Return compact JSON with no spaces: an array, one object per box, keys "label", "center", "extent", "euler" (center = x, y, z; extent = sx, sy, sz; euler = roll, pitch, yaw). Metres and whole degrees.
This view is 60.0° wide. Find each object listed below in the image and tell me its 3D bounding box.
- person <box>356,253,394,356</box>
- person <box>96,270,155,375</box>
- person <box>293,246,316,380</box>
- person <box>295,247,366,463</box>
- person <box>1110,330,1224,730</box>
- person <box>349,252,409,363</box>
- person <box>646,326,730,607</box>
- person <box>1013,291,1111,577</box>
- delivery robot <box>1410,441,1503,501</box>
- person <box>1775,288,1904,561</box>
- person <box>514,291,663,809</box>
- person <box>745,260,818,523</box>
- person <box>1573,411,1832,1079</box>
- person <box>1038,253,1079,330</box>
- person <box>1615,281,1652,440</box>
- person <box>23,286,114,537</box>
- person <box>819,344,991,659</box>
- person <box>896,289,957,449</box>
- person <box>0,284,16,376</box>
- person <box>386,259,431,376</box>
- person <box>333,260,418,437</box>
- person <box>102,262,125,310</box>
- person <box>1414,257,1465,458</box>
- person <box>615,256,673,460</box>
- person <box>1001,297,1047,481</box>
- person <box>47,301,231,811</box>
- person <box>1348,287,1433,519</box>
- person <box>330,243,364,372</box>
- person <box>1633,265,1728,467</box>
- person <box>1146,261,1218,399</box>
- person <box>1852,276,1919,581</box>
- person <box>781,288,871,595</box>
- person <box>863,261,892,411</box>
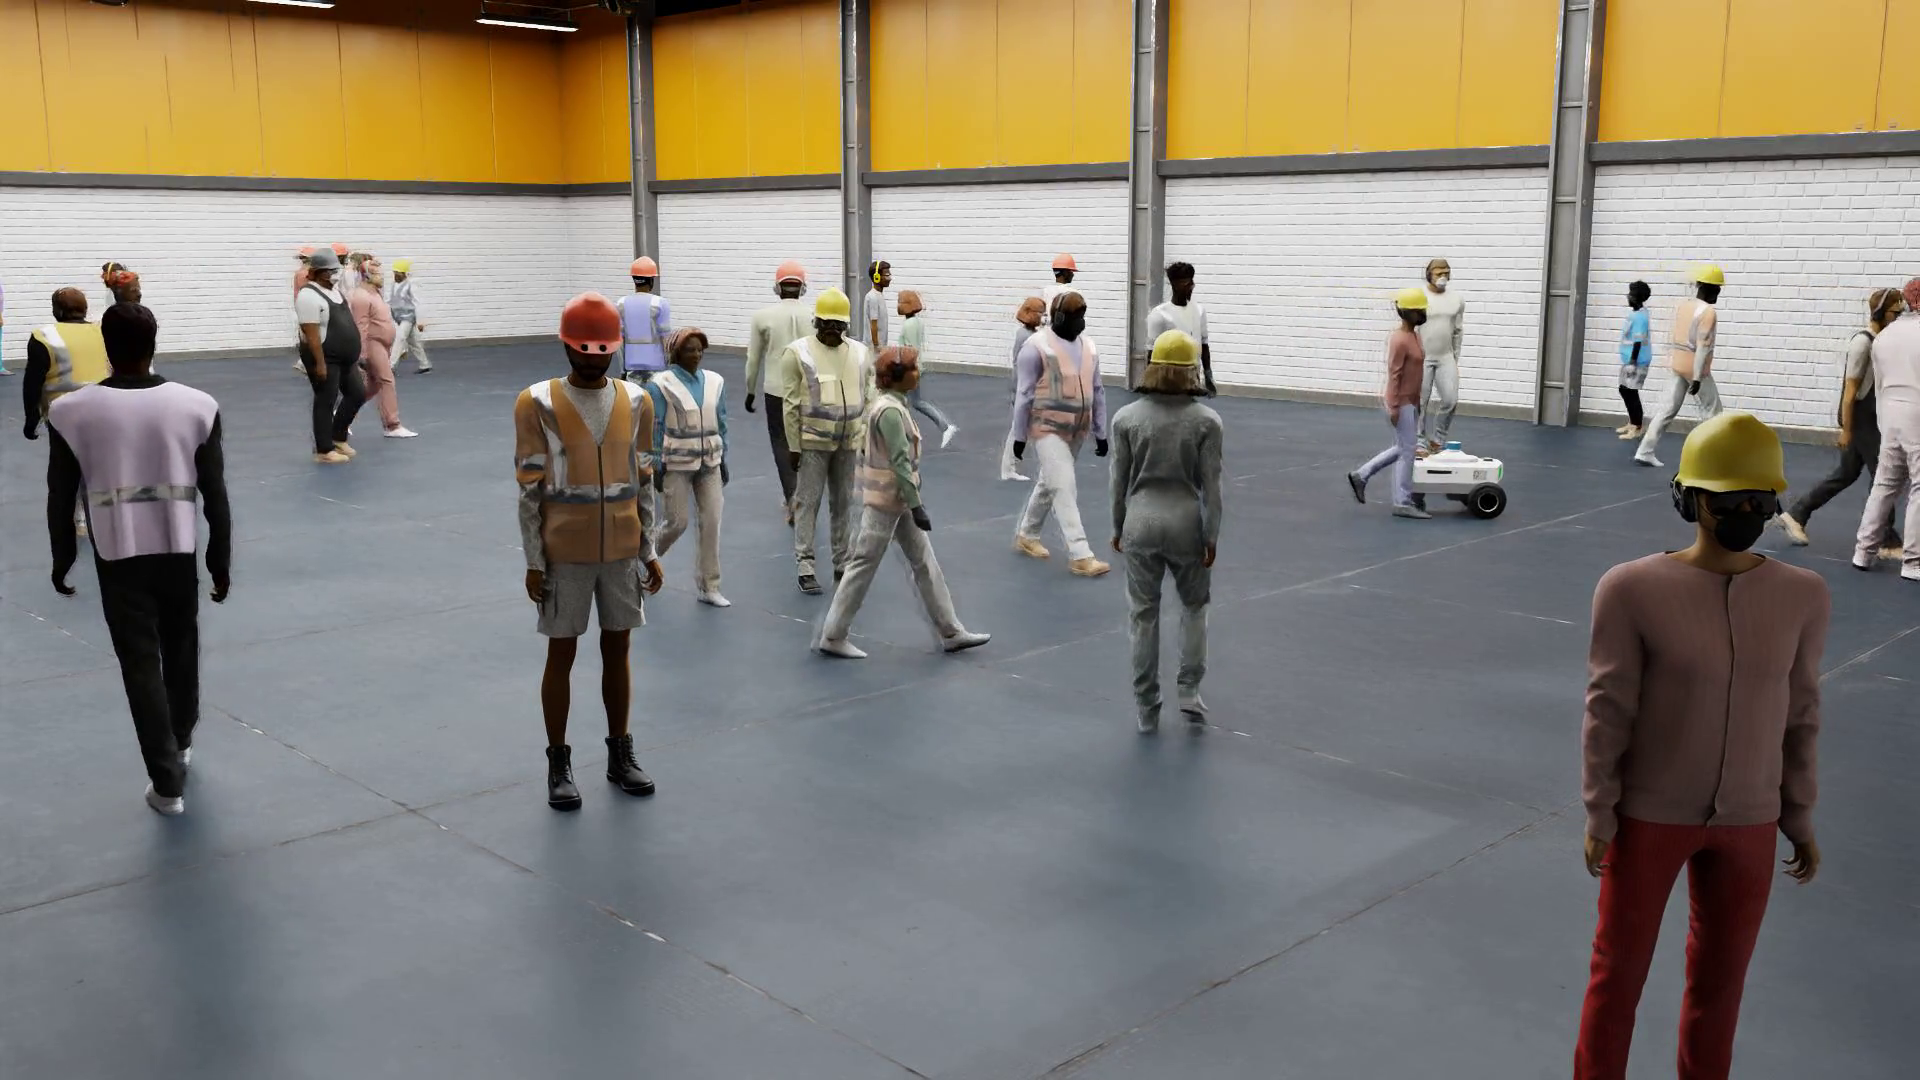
[{"label":"person","center":[-10.135,-4.034,28.720],"extent":[0.587,1.829,0.643],"euler":[-8,13,-38]},{"label":"person","center":[-6.397,-1.119,12.713],"extent":[0.573,1.872,0.577],"euler":[1,10,5]},{"label":"person","center":[-9.652,-3.368,24.700],"extent":[0.476,1.969,0.637],"euler":[-9,14,-40]},{"label":"person","center":[-5.897,-1.733,15.593],"extent":[0.538,2.000,0.701],"euler":[1,10,5]},{"label":"person","center":[0.885,-0.038,7.208],"extent":[0.500,1.724,0.439],"euler":[2,11,12]},{"label":"person","center":[-9.806,-3.883,27.854],"extent":[1.078,1.865,0.640],"euler":[-6,12,-30]},{"label":"person","center":[-1.595,-0.432,9.652],"extent":[0.522,1.618,0.617],"euler":[-9,14,-40]},{"label":"person","center":[0.646,-0.703,10.700],"extent":[0.629,1.789,0.999],"euler":[-9,14,-41]},{"label":"delivery robot","center":[3.767,-0.510,12.727],"extent":[0.707,0.478,0.477],"euler":[1,10,8]},{"label":"person","center":[5.993,-0.788,11.131],"extent":[0.518,1.802,0.948],"euler":[-10,14,-42]},{"label":"person","center":[-1.373,0.039,6.245],"extent":[0.542,1.927,0.380],"euler":[-6,12,-31]},{"label":"person","center":[-1.262,-1.118,12.501],"extent":[0.610,1.957,0.958],"euler":[-4,11,-22]},{"label":"person","center":[1.608,0.601,3.617],"extent":[0.524,1.769,0.315],"euler":[0,10,-2]},{"label":"person","center":[1.099,-2.126,18.023],"extent":[0.552,1.933,0.368],"euler":[10,14,43]},{"label":"person","center":[7.001,-1.855,17.278],"extent":[0.322,1.662,0.612],"euler":[2,11,13]},{"label":"person","center":[-6.069,-0.849,11.482],"extent":[0.997,1.794,0.618],"euler":[6,12,28]},{"label":"person","center":[-0.314,-0.179,8.352],"extent":[0.876,1.591,0.515],"euler":[1,10,5]},{"label":"person","center":[-0.437,-1.666,16.400],"extent":[0.742,1.610,0.504],"euler":[1,10,7]},{"label":"person","center":[-14.741,-3.416,25.299],"extent":[0.564,1.846,0.391],"euler":[9,14,40]},{"label":"person","center":[-8.392,-3.324,25.019],"extent":[0.975,1.769,0.606],"euler":[-10,14,-43]},{"label":"person","center":[-6.244,-2.011,17.564],"extent":[0.857,1.881,0.651],"euler":[-1,10,-5]},{"label":"person","center":[-9.342,-2.130,18.354],"extent":[0.933,1.817,0.557],"euler":[0,10,-1]},{"label":"person","center":[4.407,-1.657,15.502],"extent":[0.625,1.924,0.456],"euler":[-1,10,-8]},{"label":"person","center":[-2.830,-1.578,15.027],"extent":[0.543,1.940,0.361],"euler":[3,11,13]},{"label":"person","center":[0.693,-1.276,14.319],"extent":[0.783,1.599,0.505],"euler":[3,11,14]},{"label":"person","center":[-3.156,0.040,6.381],"extent":[0.596,1.881,0.931],"euler":[-8,13,-38]},{"label":"person","center":[3.298,-1.046,12.622],"extent":[0.613,1.752,0.527],"euler":[6,12,28]},{"label":"person","center":[-9.623,-3.556,25.662],"extent":[1.003,1.999,0.614],"euler":[-7,12,-32]},{"label":"person","center":[6.728,-1.577,15.235],"extent":[1.041,1.865,0.599],"euler":[-1,10,-8]},{"label":"person","center":[1.835,-1.416,14.202],"extent":[0.607,1.931,0.988],"euler":[-9,13,-39]},{"label":"person","center":[5.938,-0.683,10.327],"extent":[0.415,1.881,0.741],"euler":[-2,11,-11]},{"label":"person","center":[-0.775,-0.593,9.976],"extent":[0.591,1.822,0.404],"euler":[-6,12,-31]},{"label":"person","center":[-0.859,-1.975,17.384],"extent":[0.309,1.868,0.534],"euler":[0,10,-1]}]
